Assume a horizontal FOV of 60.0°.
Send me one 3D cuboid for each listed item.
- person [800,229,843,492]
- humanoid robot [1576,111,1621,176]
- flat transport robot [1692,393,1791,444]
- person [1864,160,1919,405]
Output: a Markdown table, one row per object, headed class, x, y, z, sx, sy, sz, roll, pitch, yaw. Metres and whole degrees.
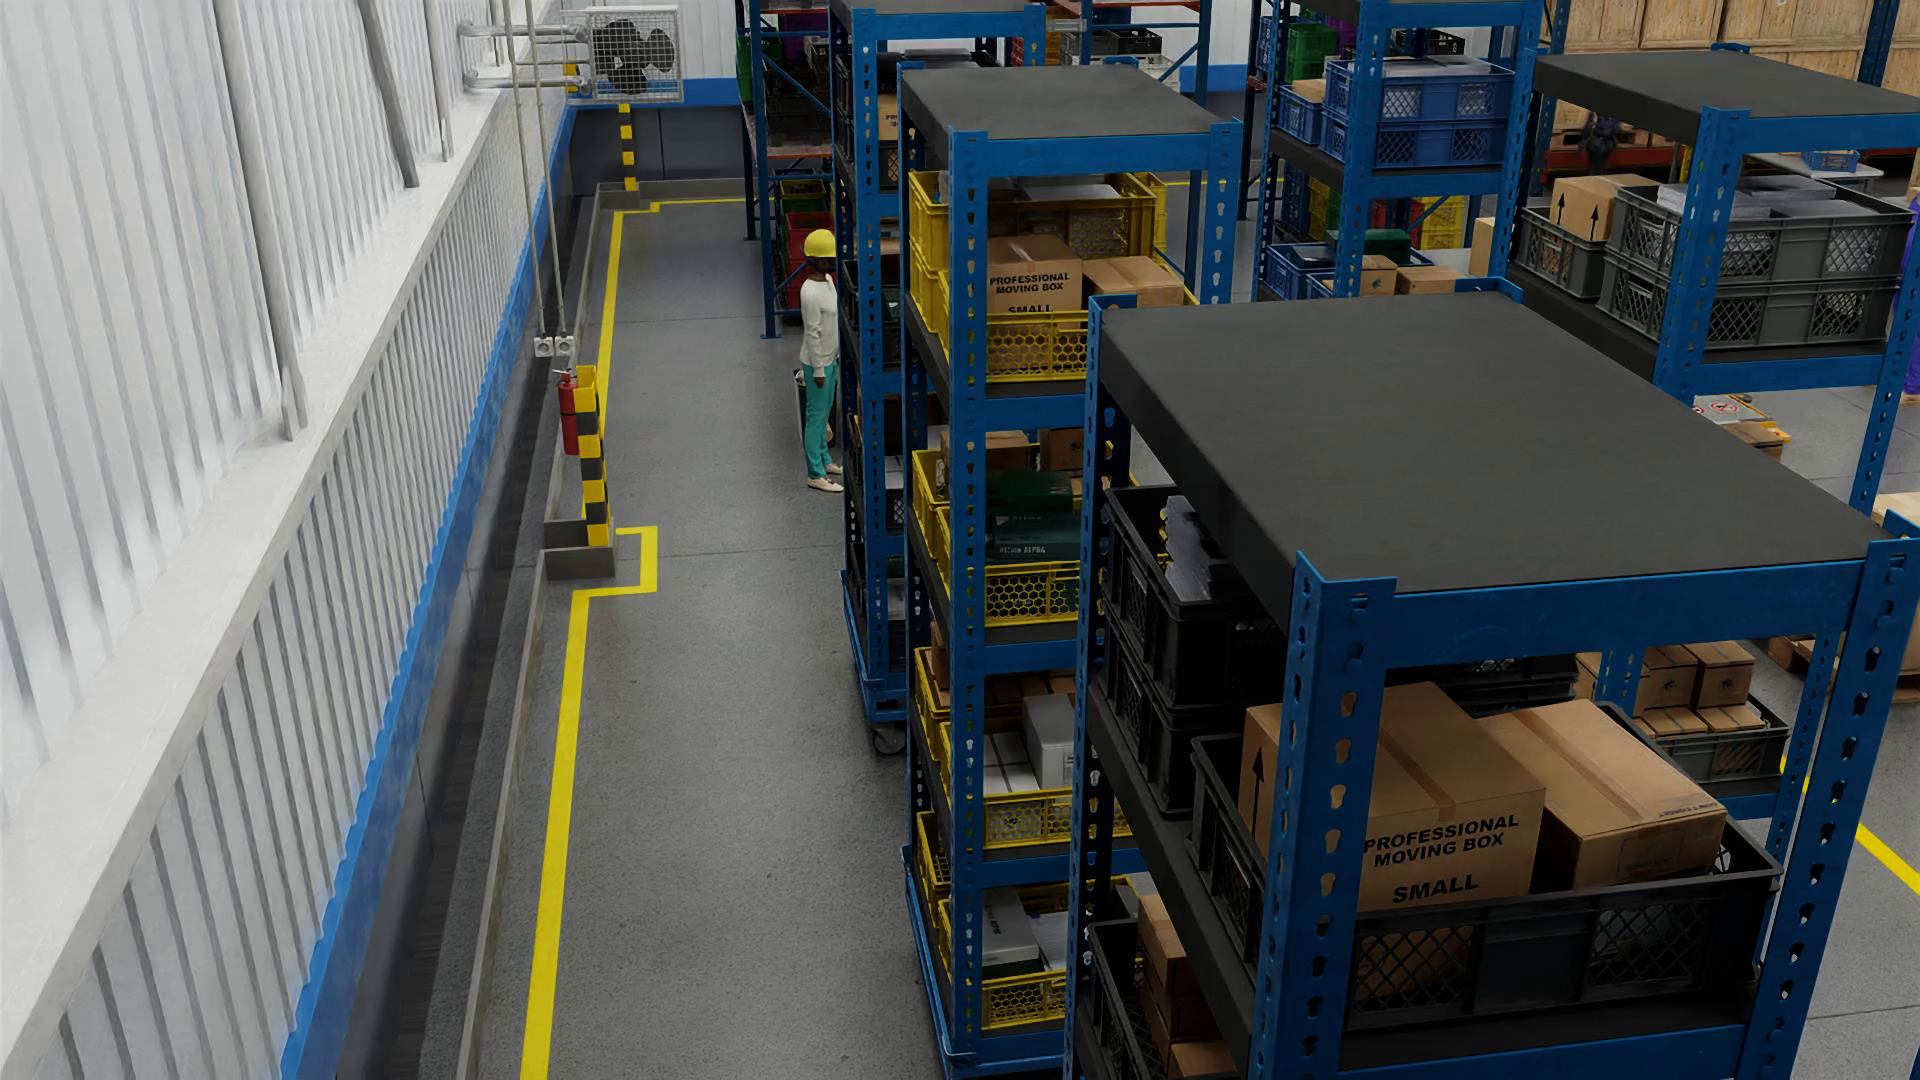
| class | x | y | z | sx | sy | sz | roll | pitch | yaw |
| --- | --- | --- | --- | --- | --- | --- | --- | --- | --- |
| person | -0.908 | -1.203 | 11.120 | 0.307 | 1.768 | 0.522 | 3 | 25 | 7 |
| humanoid robot | 7.053 | -4.393 | 18.196 | 0.625 | 1.681 | 0.390 | -19 | 31 | -35 |
| flat transport robot | 5.224 | -0.859 | 12.132 | 1.431 | 0.197 | 0.652 | -4 | 25 | -8 |
| person | 7.303 | -2.059 | 12.656 | 0.535 | 2.000 | 0.681 | 2 | 25 | 5 |
